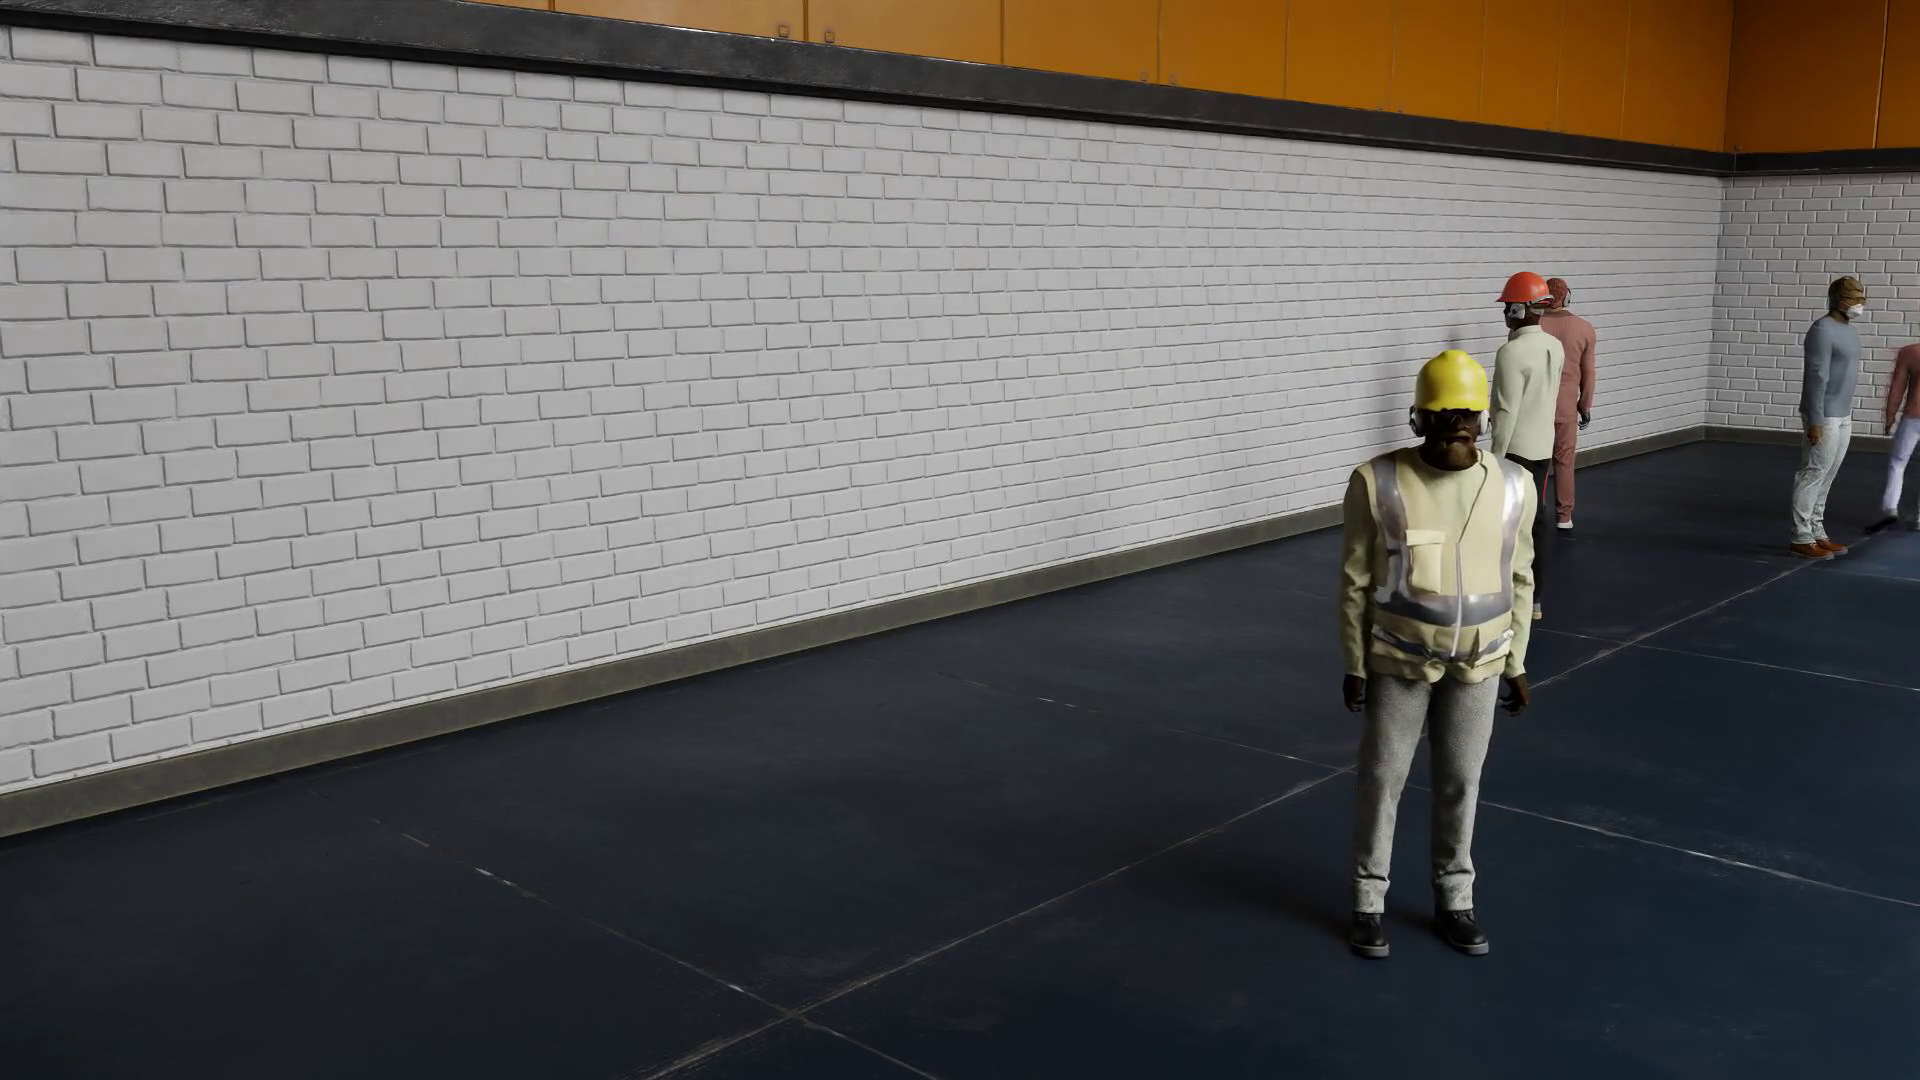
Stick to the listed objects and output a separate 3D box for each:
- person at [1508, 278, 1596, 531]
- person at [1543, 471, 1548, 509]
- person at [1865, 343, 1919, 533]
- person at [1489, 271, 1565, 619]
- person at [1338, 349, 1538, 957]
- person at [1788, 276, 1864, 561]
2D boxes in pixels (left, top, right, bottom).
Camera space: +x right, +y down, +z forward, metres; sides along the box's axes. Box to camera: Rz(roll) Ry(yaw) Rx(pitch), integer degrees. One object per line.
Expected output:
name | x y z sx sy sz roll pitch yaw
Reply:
person | 4.434 -1.018 12.561 0.653 1.906 0.405 2 10 12
person | 4.653 -1.130 13.598 0.312 1.768 0.530 -1 10 -6
person | 7.164 -0.889 12.333 0.549 1.735 0.688 7 12 35
person | 3.159 -0.507 9.400 0.375 1.995 0.611 10 14 44
person | 1.431 0.347 4.992 0.591 1.834 0.404 0 10 -1
person | 5.965 -0.835 11.430 0.351 1.936 0.635 10 14 44
